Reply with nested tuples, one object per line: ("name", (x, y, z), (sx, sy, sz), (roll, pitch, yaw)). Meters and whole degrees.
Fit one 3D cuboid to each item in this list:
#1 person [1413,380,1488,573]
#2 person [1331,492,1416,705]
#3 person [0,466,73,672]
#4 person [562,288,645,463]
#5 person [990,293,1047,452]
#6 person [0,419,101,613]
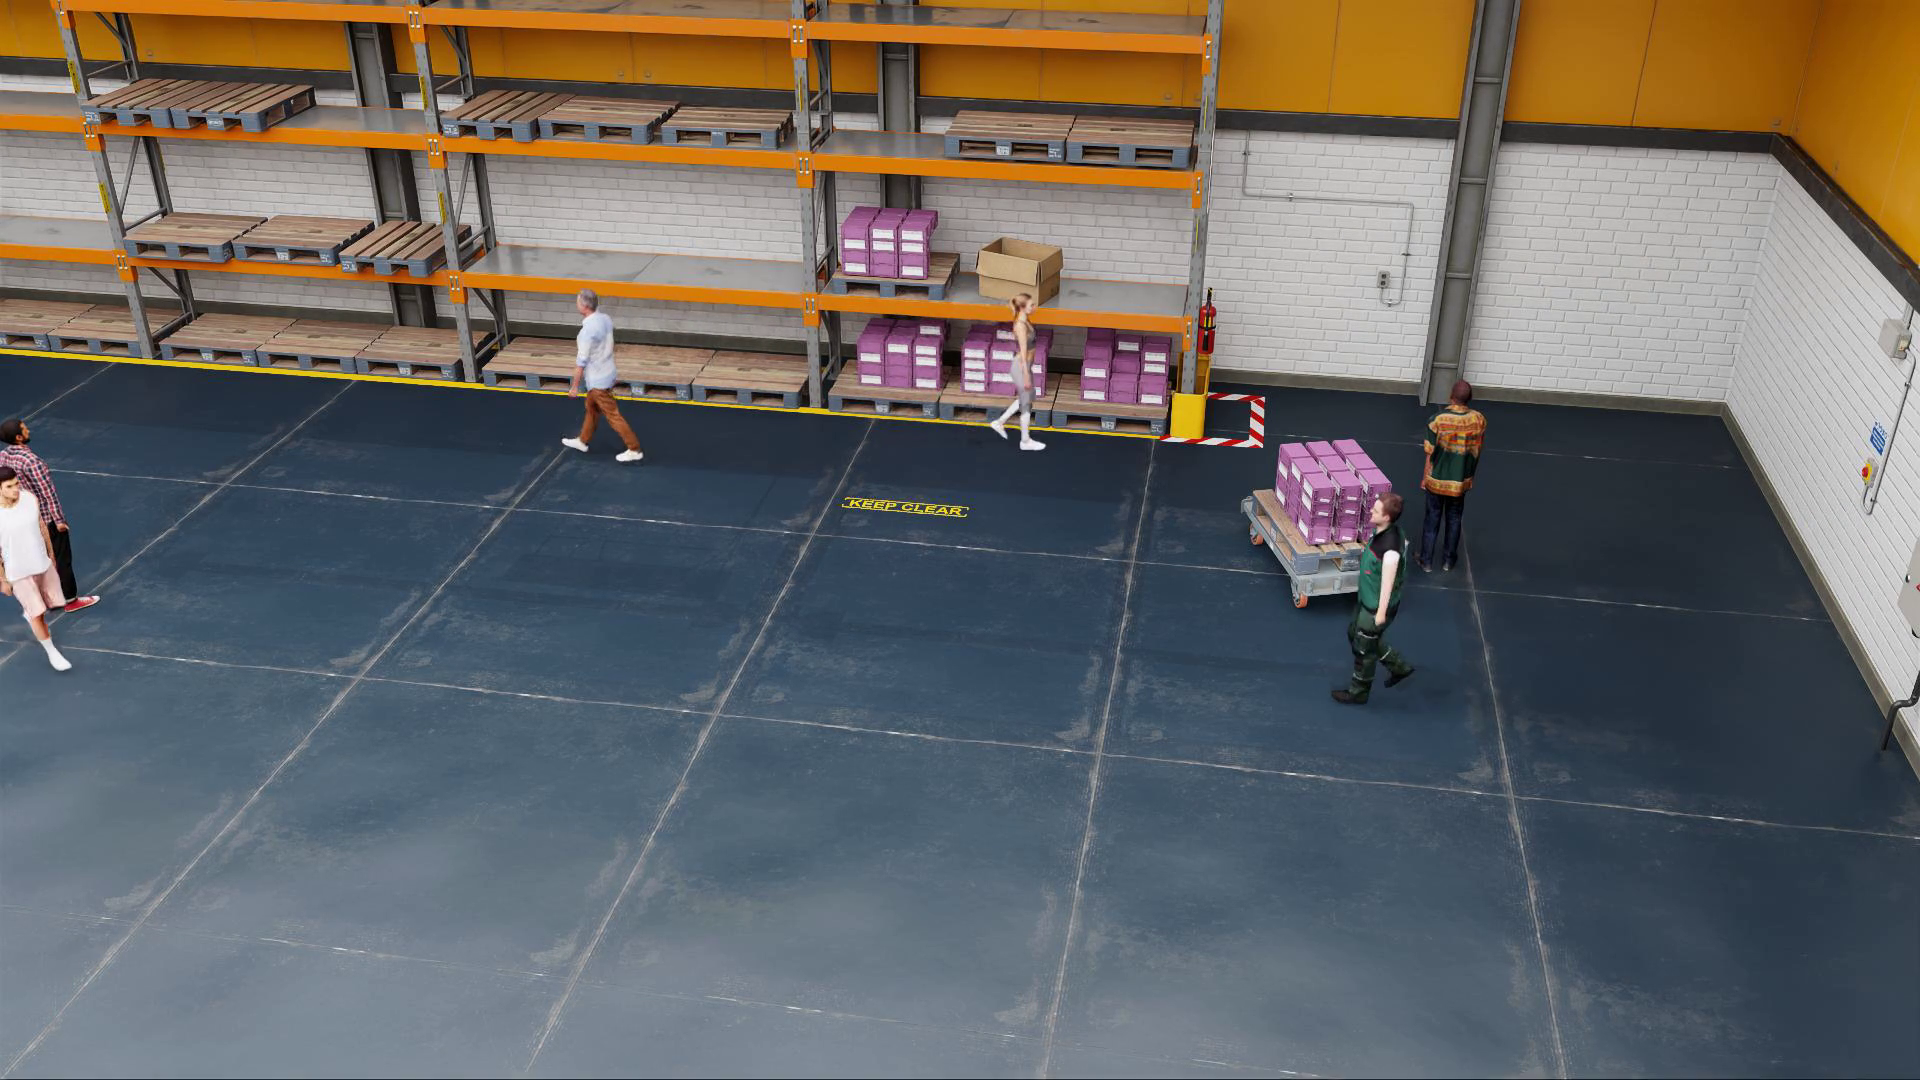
("person", (4.298, -0.560, 14.614), (0.663, 1.808, 0.807), (-1, 29, -1))
("person", (3.258, 0.468, 12.704), (0.849, 1.832, 0.648), (4, 29, 6))
("person", (-7.485, 0.191, 13.281), (1.040, 1.765, 0.880), (19, 34, 31))
("person", (-3.506, -1.587, 16.525), (1.134, 1.781, 0.699), (6, 29, 10))
("person", (0.568, -1.697, 16.815), (0.836, 1.697, 0.639), (1, 29, 2))
("person", (-7.759, -0.217, 14.036), (0.646, 1.760, 0.818), (14, 32, 24))
